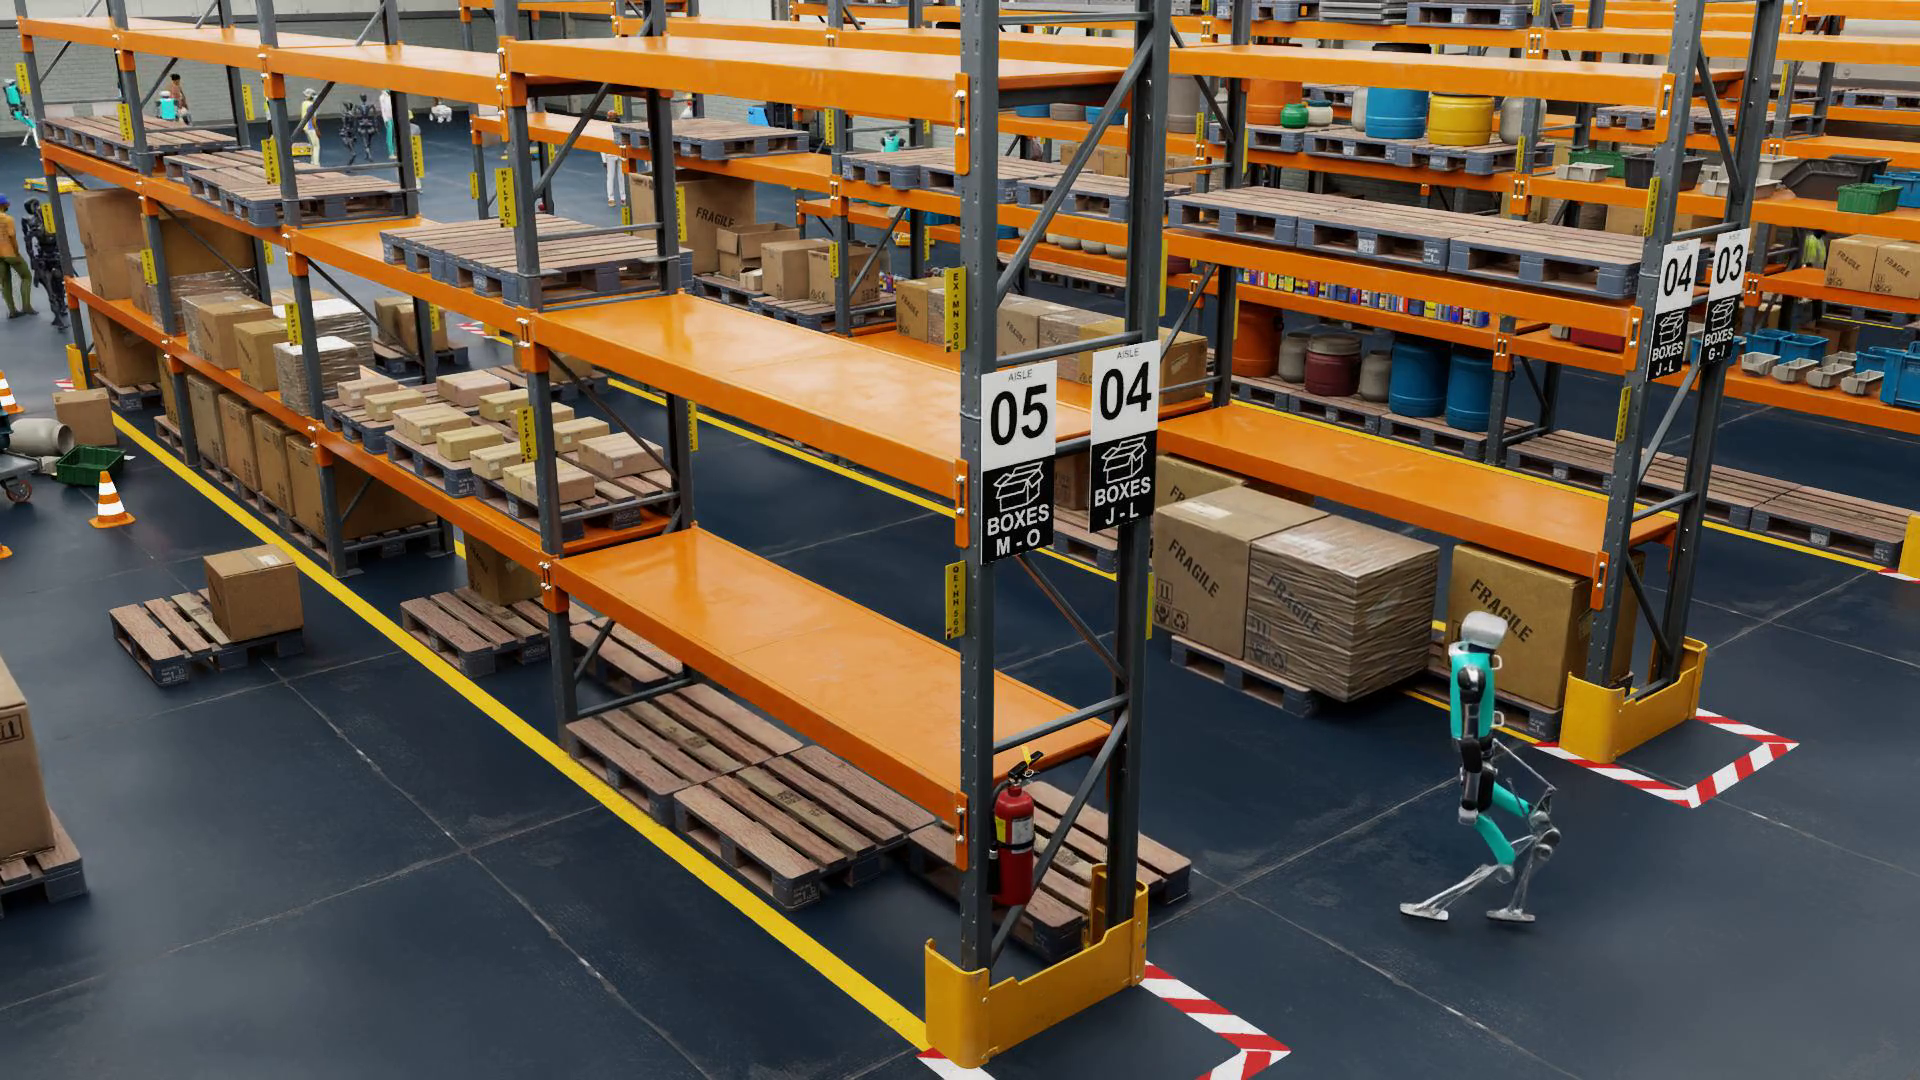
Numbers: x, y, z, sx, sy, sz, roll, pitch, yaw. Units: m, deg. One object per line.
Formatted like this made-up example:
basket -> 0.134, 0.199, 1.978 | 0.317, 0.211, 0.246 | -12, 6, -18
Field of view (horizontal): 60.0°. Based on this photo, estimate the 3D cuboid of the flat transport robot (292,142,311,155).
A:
flat transport robot -> -16.741, -9.877, 42.046 | 0.659, 0.231, 1.431 | -10, 22, -26

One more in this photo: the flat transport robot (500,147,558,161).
flat transport robot -> -10.608, -9.533, 41.068 | 0.659, 0.231, 1.431 | 11, 22, 28

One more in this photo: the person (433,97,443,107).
person -> -16.200, -14.057, 51.519 | 0.514, 1.874, 0.387 | 16, 25, 38

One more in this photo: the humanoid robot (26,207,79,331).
humanoid robot -> -12.073, -3.626, 22.171 | 0.716, 1.629, 0.603 | 13, 23, 32

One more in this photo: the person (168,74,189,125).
person -> -20.824, -11.554, 44.485 | 0.818, 1.804, 0.830 | 3, 20, 7

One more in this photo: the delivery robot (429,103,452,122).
delivery robot -> -15.693, -12.907, 50.260 | 0.525, 0.610, 0.781 | -17, 26, -40

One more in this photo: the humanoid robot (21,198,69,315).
humanoid robot -> -12.668, -3.961, 23.152 | 0.608, 1.621, 0.666 | 2, 19, 5

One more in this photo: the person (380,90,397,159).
person -> -13.864, -10.270, 40.739 | 0.809, 1.880, 0.510 | 18, 26, 42

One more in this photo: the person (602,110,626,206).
person -> -6.878, -7.620, 33.208 | 0.565, 1.878, 0.354 | -13, 23, -32

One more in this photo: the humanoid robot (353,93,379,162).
humanoid robot -> -14.470, -10.036, 40.465 | 0.588, 1.642, 0.657 | -7, 20, -18

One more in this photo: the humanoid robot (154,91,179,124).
humanoid robot -> -18.919, -9.805, 39.616 | 0.887, 1.759, 0.540 | 15, 25, 37

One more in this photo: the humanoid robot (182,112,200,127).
humanoid robot -> -16.169, -8.224, 35.219 | 0.608, 1.638, 0.418 | -3, 20, -8

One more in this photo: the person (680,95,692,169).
person -> -5.911, -8.954, 37.036 | 0.927, 1.852, 0.567 | 7, 21, 20

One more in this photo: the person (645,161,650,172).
person -> -6.089, -7.594, 33.341 | 0.465, 1.733, 0.326 | -4, 20, -12

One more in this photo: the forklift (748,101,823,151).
forklift -> -4.526, -11.368, 42.374 | 1.129, 2.768, 1.873 | -15, 24, -37

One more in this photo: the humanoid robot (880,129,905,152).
humanoid robot -> -1.391, -6.743, 30.852 | 0.531, 1.749, 0.730 | 13, 23, 33

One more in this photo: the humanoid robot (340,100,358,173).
humanoid robot -> -14.010, -9.242, 38.128 | 0.357, 1.642, 0.610 | 0, 19, -1

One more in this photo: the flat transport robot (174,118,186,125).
flat transport robot -> -19.521, -9.591, 41.231 | 1.431, 0.231, 0.659 | -13, 23, -33

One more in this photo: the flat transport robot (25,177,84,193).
flat transport robot -> -19.351, -7.578, 35.503 | 1.431, 0.231, 0.659 | 16, 25, 38

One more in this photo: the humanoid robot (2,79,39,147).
humanoid robot -> -24.401, -11.134, 43.400 | 0.568, 1.774, 0.781 | 5, 20, 14

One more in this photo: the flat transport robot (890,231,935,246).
flat transport robot -> -0.869, -5.378, 29.240 | 0.659, 0.231, 1.431 | -3, 20, -9

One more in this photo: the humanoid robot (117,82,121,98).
humanoid robot -> -22.349, -11.488, 44.450 | 0.531, 1.773, 0.954 | 2, 19, 7

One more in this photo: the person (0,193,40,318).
person -> -13.077, -3.922, 22.933 | 0.443, 1.703, 0.505 | 5, 20, 13

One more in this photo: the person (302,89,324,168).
person -> -15.029, -9.492, 38.525 | 0.426, 1.877, 0.585 | -9, 21, -24

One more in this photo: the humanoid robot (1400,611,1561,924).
humanoid robot -> 2.725, 1.205, 8.287 | 0.906, 1.753, 0.565 | 6, 20, 16

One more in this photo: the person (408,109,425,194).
person -> -11.491, -8.138, 34.846 | 0.547, 1.748, 0.378 | -15, 24, -37

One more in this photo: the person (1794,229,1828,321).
person -> 10.914, -3.388, 21.479 | 0.540, 1.658, 0.865 | -18, 26, -41

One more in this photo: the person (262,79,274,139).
person -> -18.563, -11.589, 44.762 | 0.319, 1.697, 0.532 | -6, 20, -17

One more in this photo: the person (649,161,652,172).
person -> -5.087, -5.997, 28.469 | 0.372, 1.958, 0.596 | 5, 20, 15

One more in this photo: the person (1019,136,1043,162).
person -> 1.306, -6.631, 30.564 | 0.542, 1.757, 0.414 | -9, 21, -25
